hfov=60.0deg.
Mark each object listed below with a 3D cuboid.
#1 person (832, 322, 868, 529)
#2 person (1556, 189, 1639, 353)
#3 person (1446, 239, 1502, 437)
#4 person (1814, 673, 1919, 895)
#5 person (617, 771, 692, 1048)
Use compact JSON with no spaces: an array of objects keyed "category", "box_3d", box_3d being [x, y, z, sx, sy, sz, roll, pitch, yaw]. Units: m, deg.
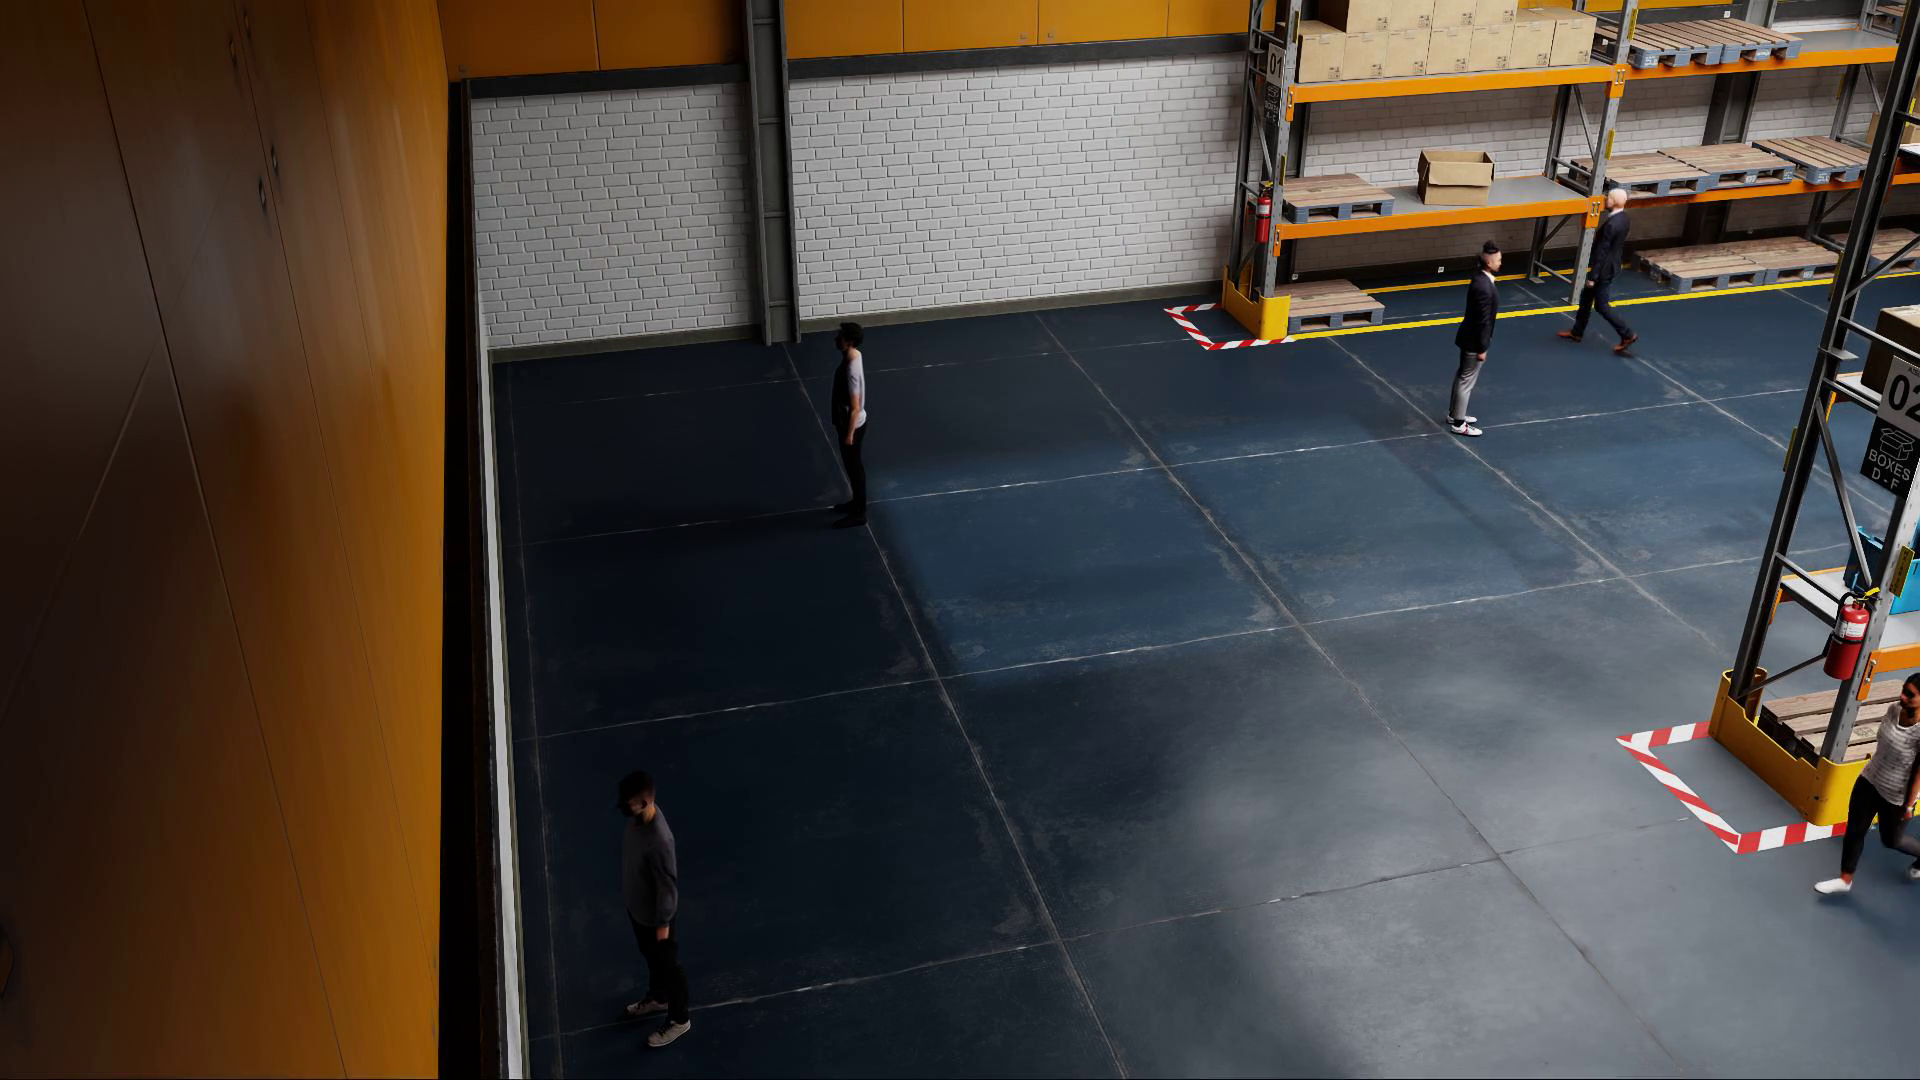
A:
[{"category":"person","box_3d":[-0.942,-1.017,14.532,0.623,1.864,0.705,-1,29,-3]},{"category":"person","box_3d":[7.090,-2.903,18.086,1.181,1.771,1.169,18,33,30]},{"category":"person","box_3d":[5.019,-1.998,16.230,0.750,1.959,0.788,4,29,7]},{"category":"person","box_3d":[5.758,1.505,10.161,0.988,1.621,0.610,-5,29,-9]},{"category":"person","box_3d":[-1.687,1.989,9.122,0.639,1.766,0.676,-17,33,-28]}]
